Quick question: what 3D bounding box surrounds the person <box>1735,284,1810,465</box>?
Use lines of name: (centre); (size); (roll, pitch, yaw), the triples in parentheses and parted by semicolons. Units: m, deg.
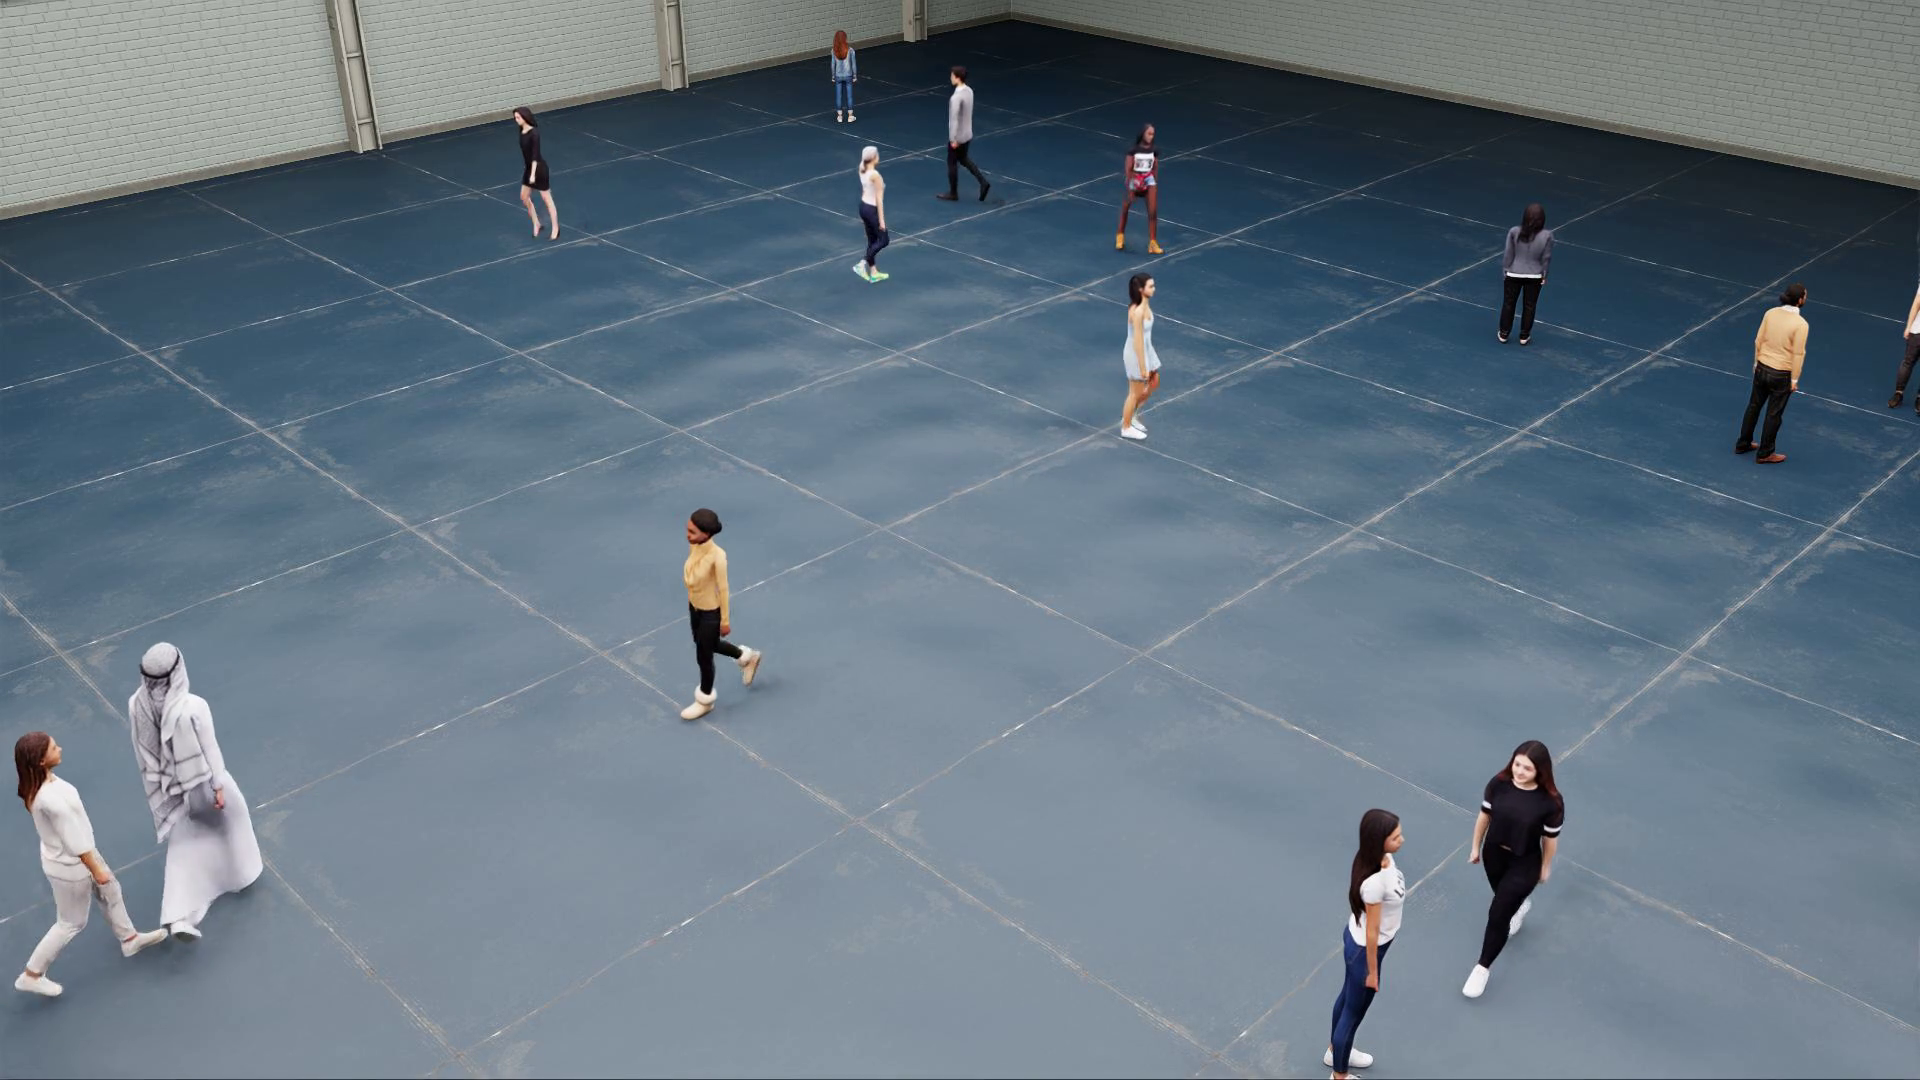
person: (7.764, -1.599, 15.839); (0.703, 1.753, 0.738); (-12, 30, -22)

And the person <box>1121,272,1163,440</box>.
person: (1.661, -1.795, 16.245); (0.772, 1.719, 0.685); (7, 29, 12)

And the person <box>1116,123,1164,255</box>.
person: (2.279, -4.540, 21.438); (1.022, 1.681, 1.026); (0, 28, -1)

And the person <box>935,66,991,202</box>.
person: (0.082, -5.687, 23.351); (1.028, 1.907, 1.090); (11, 30, 20)

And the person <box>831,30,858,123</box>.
person: (-1.931, -7.684, 27.560); (0.635, 1.476, 0.681); (2, 28, 3)

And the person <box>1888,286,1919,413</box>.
person: (9.892, -2.154, 16.915); (0.673, 1.722, 0.609); (16, 32, 28)

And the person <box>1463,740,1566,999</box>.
person: (3.218, 1.802, 9.610); (0.683, 1.606, 1.127); (21, 35, 34)

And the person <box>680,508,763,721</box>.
person: (-1.754, 0.494, 12.028); (0.988, 1.641, 0.675); (-21, 34, -34)

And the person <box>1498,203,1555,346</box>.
person: (6.311, -2.978, 18.597); (0.771, 1.595, 0.794); (10, 30, 18)

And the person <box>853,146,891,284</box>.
person: (-1.146, -3.943, 20.300); (0.825, 1.697, 0.715); (-16, 32, -27)

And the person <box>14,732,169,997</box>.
person: (-5.124, 1.863, 9.440); (1.093, 1.658, 0.698); (-19, 33, -31)

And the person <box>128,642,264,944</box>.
person: (-4.609, 1.511, 9.852); (1.168, 1.892, 1.245); (0, 28, 1)

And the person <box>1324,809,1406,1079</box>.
person: (2.119, 2.160, 8.758); (0.730, 1.774, 0.624); (7, 29, 13)

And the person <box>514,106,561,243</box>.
person: (-5.472, -4.804, 21.823); (0.671, 1.785, 0.652); (-25, 37, -38)
